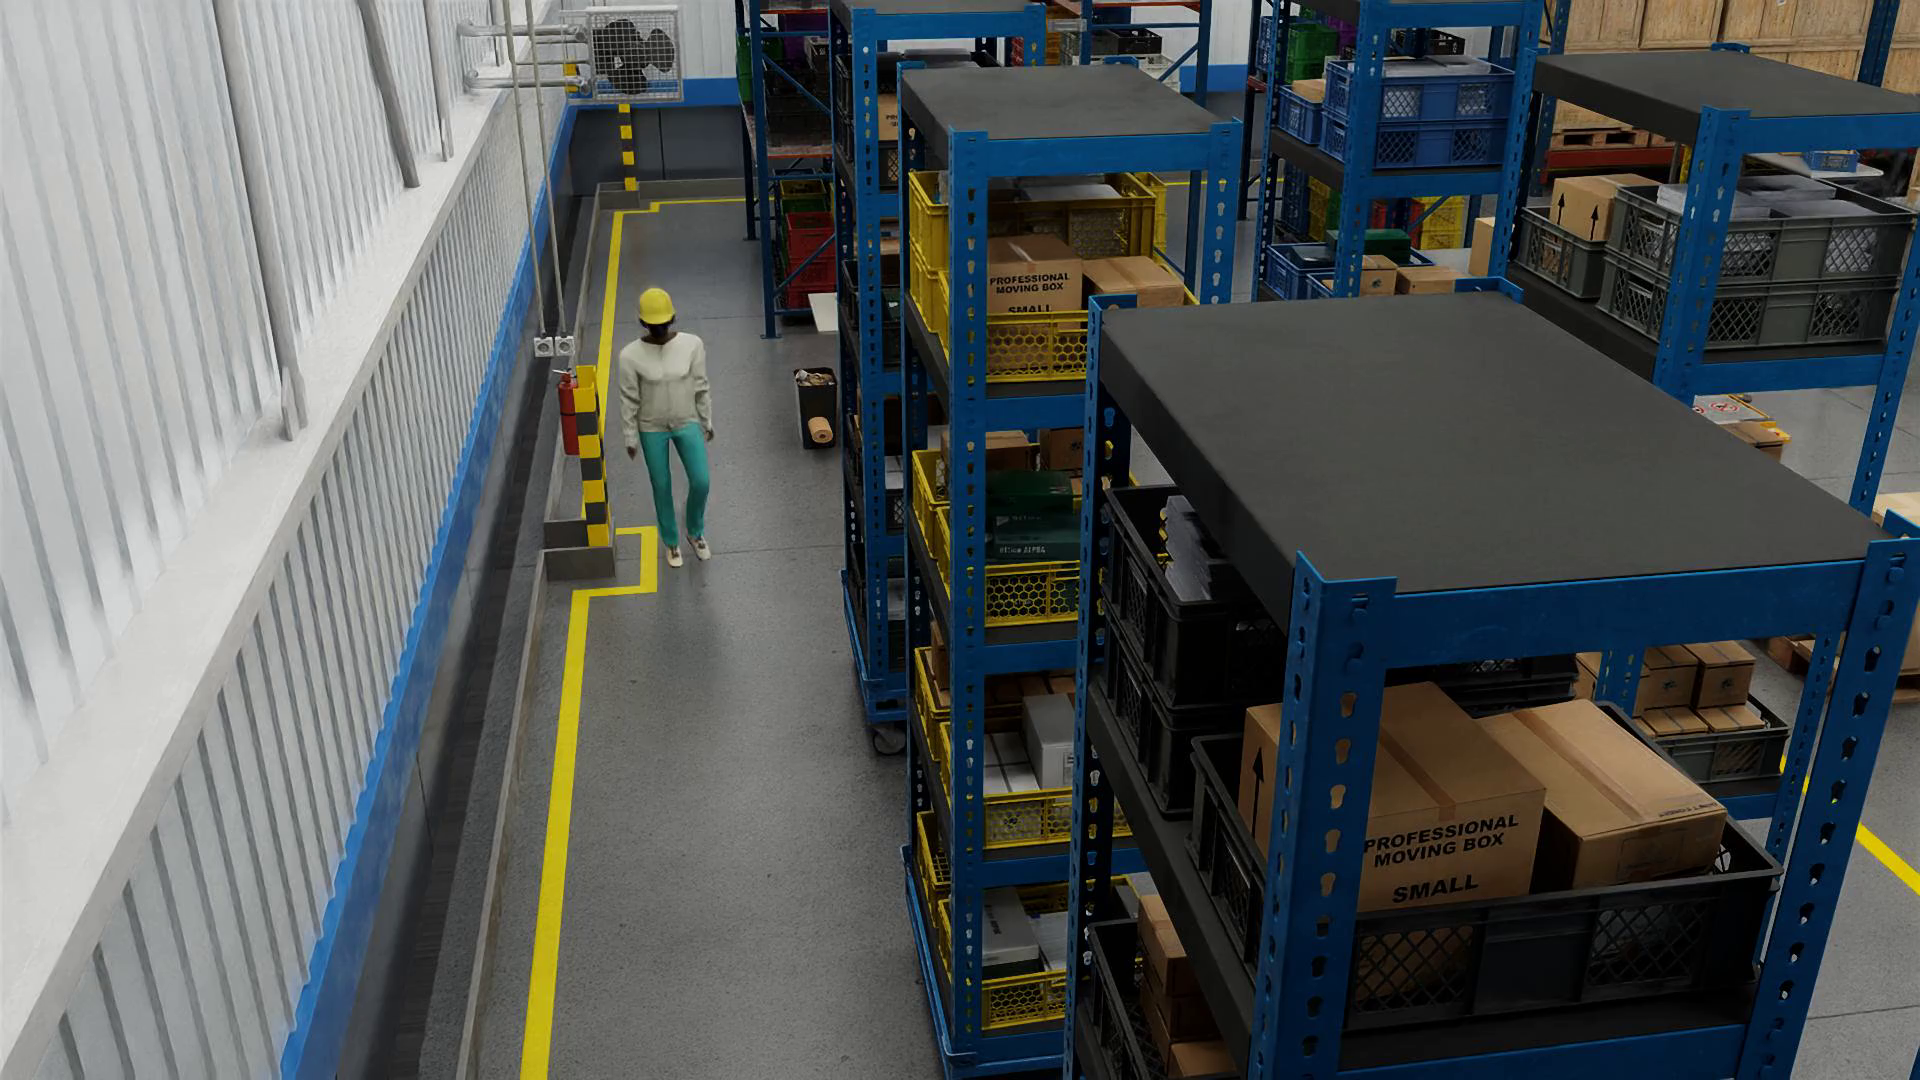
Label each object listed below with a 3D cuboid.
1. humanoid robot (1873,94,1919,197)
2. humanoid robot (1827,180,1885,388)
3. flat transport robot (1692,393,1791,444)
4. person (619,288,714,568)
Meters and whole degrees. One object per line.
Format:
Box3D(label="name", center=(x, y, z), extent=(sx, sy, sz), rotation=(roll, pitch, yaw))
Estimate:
Box3D(label="humanoid robot", center=(10.087, -4.138, 17.662), extent=(0.644, 1.620, 0.713), rotation=(11, 27, 23))
Box3D(label="humanoid robot", center=(6.981, -1.971, 12.918), extent=(0.472, 1.642, 0.594), rotation=(14, 28, 28))
Box3D(label="flat transport robot", center=(5.224, -0.859, 12.132), extent=(1.431, 0.197, 0.652), rotation=(-4, 25, -8))
Box3D(label="person", center=(-1.735, -0.649, 9.922), extent=(0.557, 1.750, 0.418), rotation=(-9, 26, -18))
